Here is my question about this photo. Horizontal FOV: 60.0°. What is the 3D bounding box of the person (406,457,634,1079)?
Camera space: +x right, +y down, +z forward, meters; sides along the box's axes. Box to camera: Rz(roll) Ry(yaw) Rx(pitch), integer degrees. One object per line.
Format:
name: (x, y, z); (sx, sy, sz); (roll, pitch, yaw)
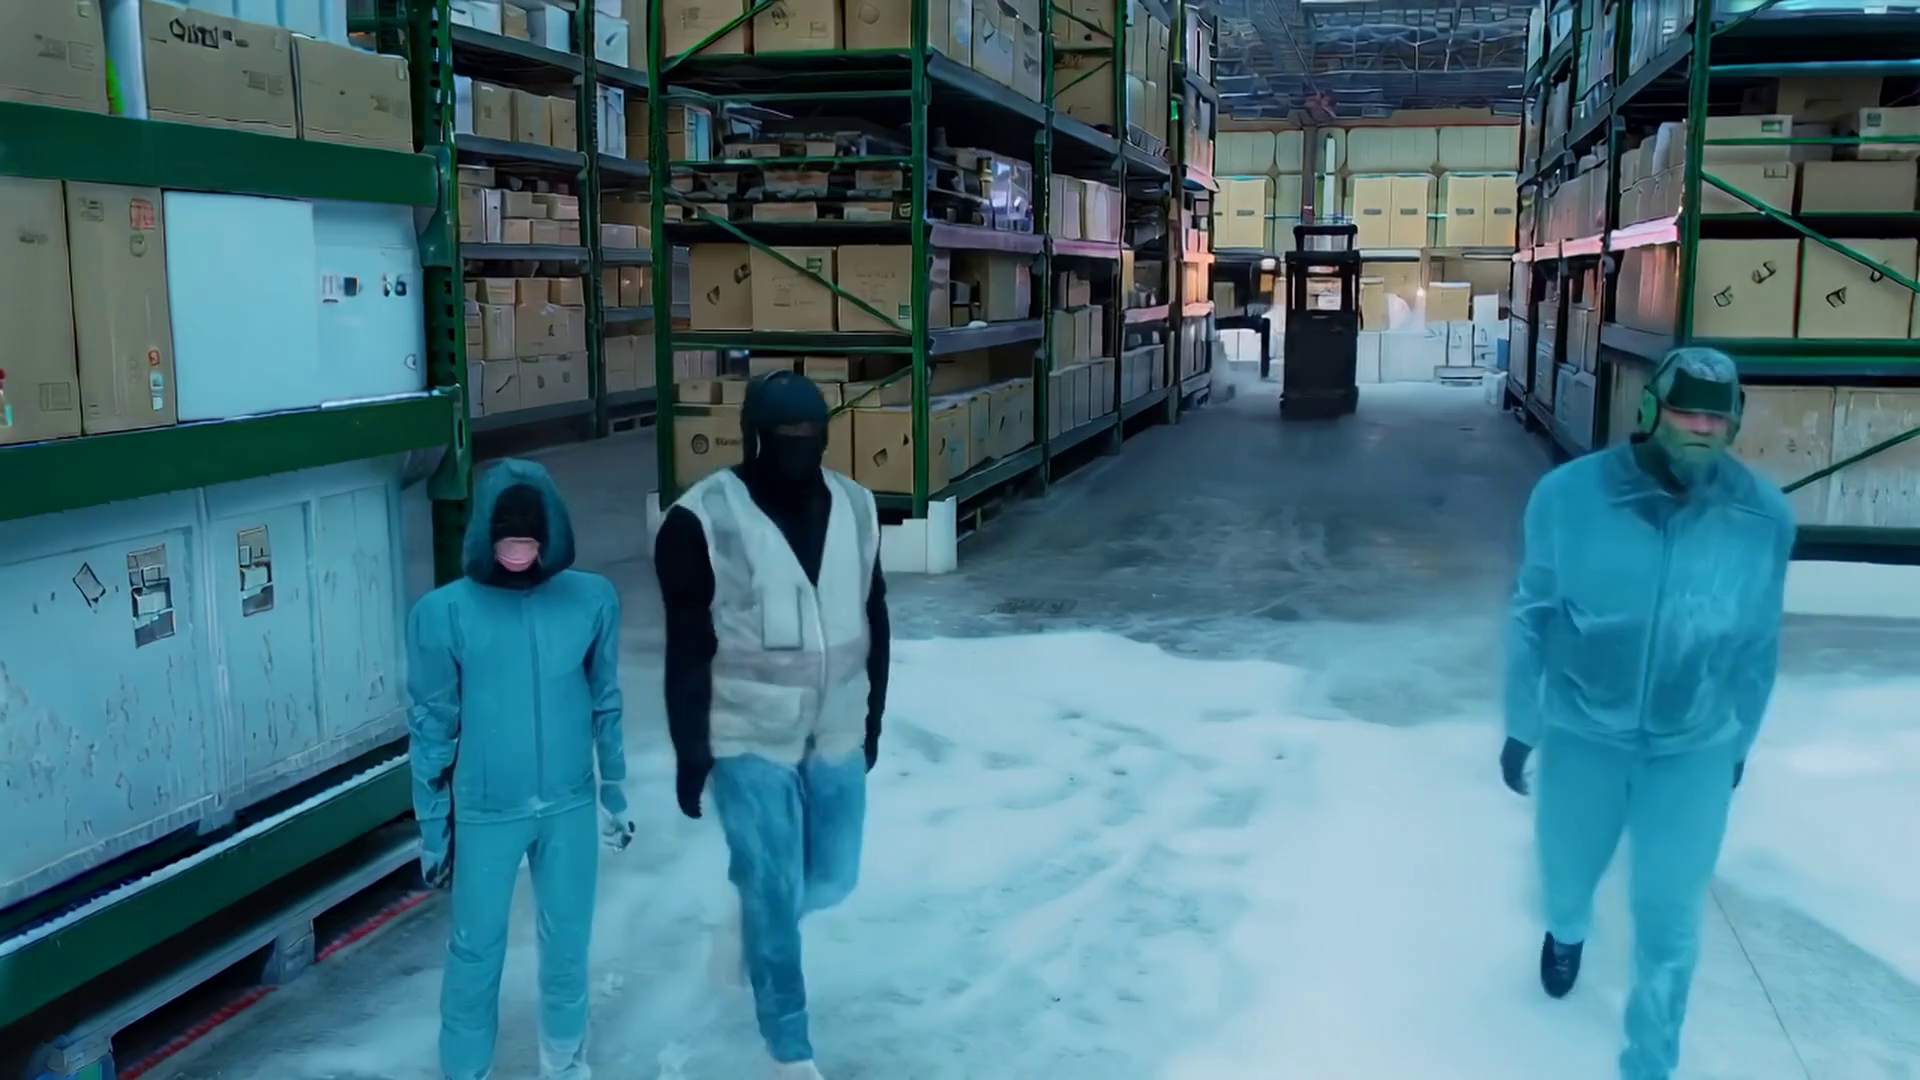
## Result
person: (-0.976, 0.625, 3.750); (0.507, 1.631, 0.276); (-7, 11, -37)

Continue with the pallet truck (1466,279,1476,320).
pallet truck: (18.896, -8.459, 60.307); (1.885, 1.965, 0.823); (5, 10, 31)

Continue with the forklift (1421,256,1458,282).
forklift: (12.201, -6.084, 42.428); (1.129, 2.768, 1.873); (2, 9, 15)

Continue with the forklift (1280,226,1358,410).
forklift: (5.661, -3.487, 25.926); (1.129, 2.768, 1.873); (2, 9, 15)

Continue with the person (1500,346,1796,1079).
person: (1.687, 0.446, 4.146); (0.651, 1.870, 0.851); (3, 9, 17)

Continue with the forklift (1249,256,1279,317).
forklift: (11.325, -9.117, 61.693); (1.129, 2.768, 1.873); (2, 9, 15)

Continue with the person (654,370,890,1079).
person: (-0.479, 0.469, 4.213); (0.632, 1.811, 0.689); (-6, 11, -35)
